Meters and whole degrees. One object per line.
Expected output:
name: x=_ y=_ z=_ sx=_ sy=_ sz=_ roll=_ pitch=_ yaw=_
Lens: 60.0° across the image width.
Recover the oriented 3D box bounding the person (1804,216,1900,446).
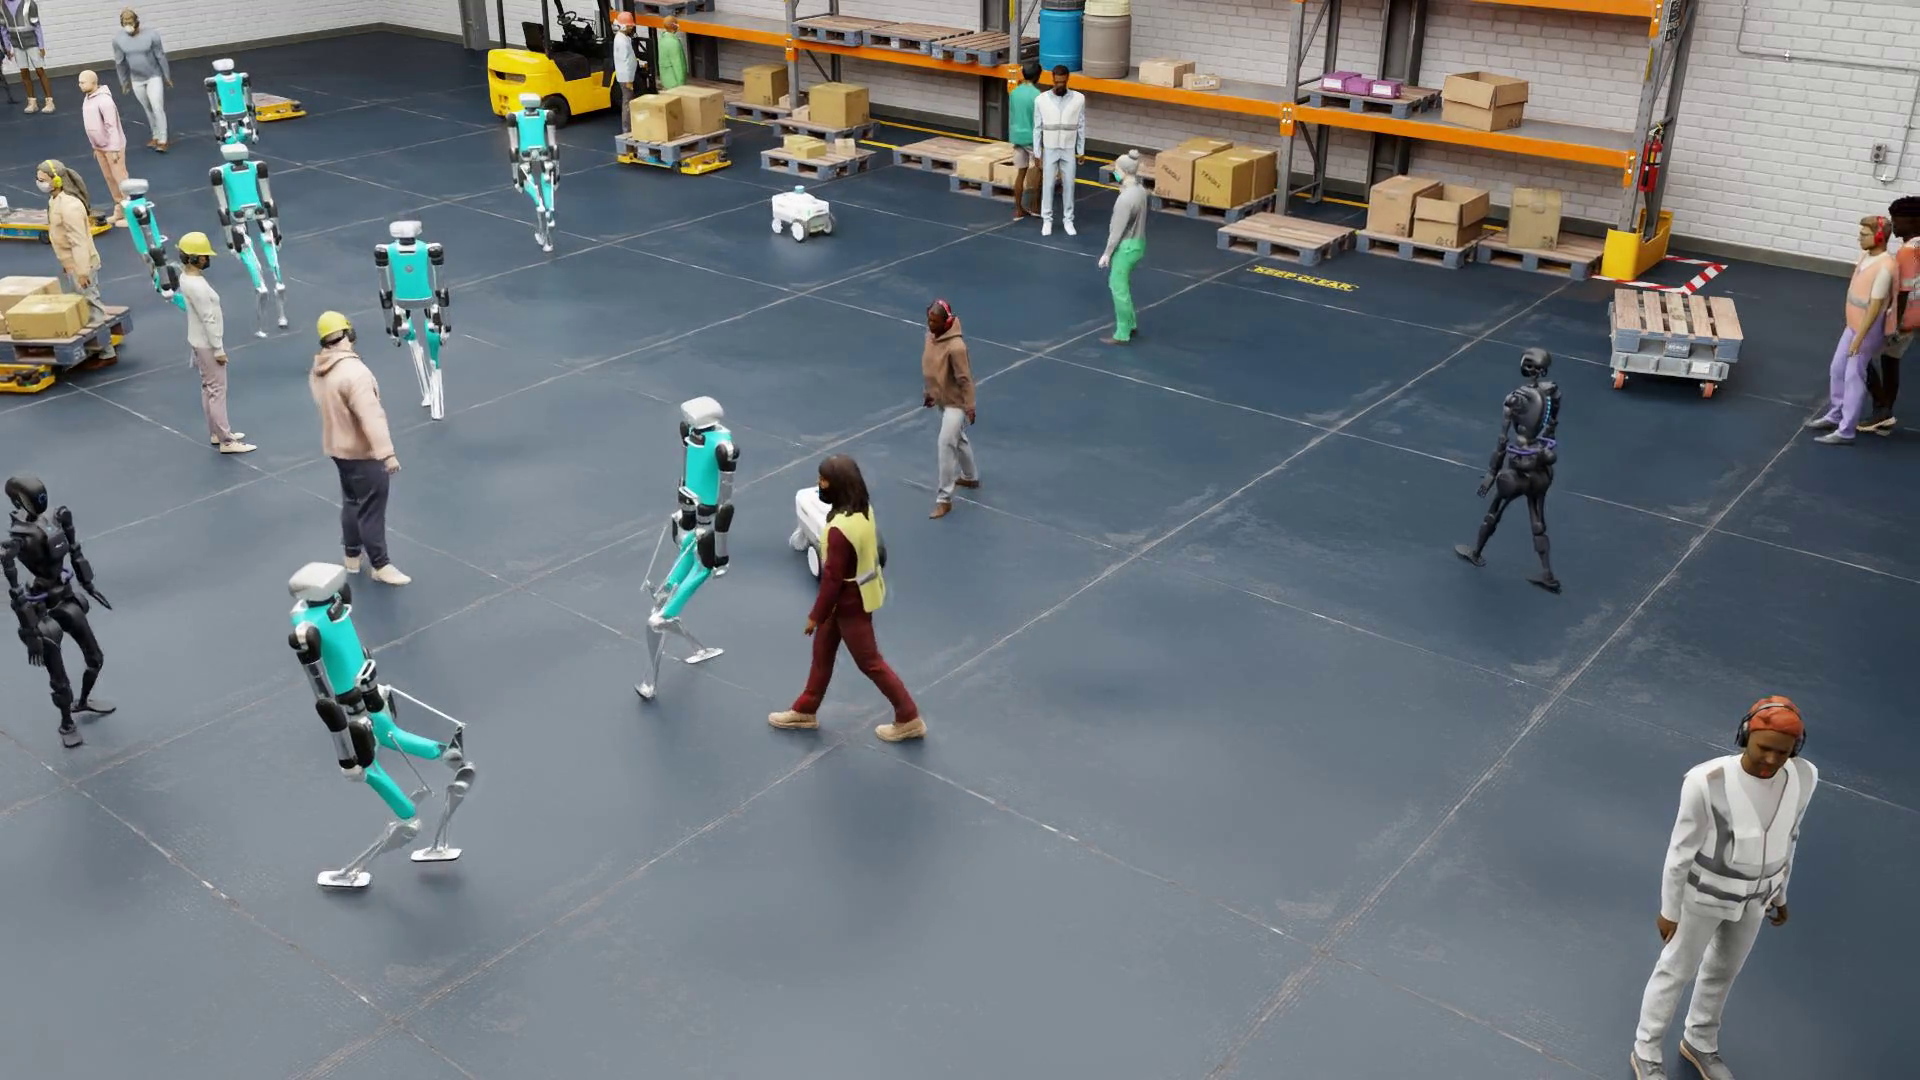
person: x=7.168 y=-1.653 z=13.196 sx=0.424 sy=1.832 sz=0.600 roll=6 pitch=26 yaw=13

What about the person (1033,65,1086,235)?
person: x=1.122 y=-4.418 z=18.839 sx=0.597 sy=1.910 sz=0.403 roll=-3 pitch=26 yaw=-5

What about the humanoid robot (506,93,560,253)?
humanoid robot: x=-4.532 y=-3.896 z=17.982 sx=0.550 sy=1.755 sz=1.034 roll=-12 pitch=28 yaw=-23

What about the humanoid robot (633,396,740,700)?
humanoid robot: x=-1.725 y=0.104 z=9.734 sx=0.906 sy=1.823 sz=0.551 roll=-18 pitch=31 yaw=-33

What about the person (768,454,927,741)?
person: x=-0.618 y=0.340 z=9.198 sx=0.914 sy=1.725 sz=0.470 roll=0 pitch=26 yaw=0

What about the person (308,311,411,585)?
person: x=-3.999 y=-0.577 z=10.987 sx=0.413 sy=1.823 sz=0.855 roll=-23 pitch=34 yaw=-39

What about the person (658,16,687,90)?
person: x=-3.909 y=-6.259 z=22.791 sx=0.384 sy=1.784 sz=0.549 roll=-14 pitch=29 yaw=-27

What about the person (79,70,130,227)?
person: x=-9.827 y=-4.524 z=19.214 sx=0.519 sy=1.777 sz=0.409 roll=17 pitch=31 yaw=32

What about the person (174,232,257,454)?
person: x=-5.871 y=-1.542 z=13.050 sx=0.317 sy=1.762 sz=0.521 roll=-17 pitch=31 yaw=-31

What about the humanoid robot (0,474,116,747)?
humanoid robot: x=-5.025 y=0.361 z=9.203 sx=0.408 sy=1.638 sz=0.617 roll=5 pitch=26 yaw=11

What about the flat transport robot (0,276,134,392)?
flat transport robot: x=-8.257 y=-1.658 z=15.004 sx=0.659 sy=0.231 sz=1.431 roll=2 pitch=26 yaw=4

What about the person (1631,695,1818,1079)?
person: x=3.090 y=1.447 z=6.719 sx=0.579 sy=1.880 sz=0.340 roll=-5 pitch=26 yaw=-11

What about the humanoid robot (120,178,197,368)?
humanoid robot: x=-6.895 y=-2.330 z=14.740 sx=0.702 sy=1.807 sz=0.533 roll=-16 pitch=30 yaw=-30

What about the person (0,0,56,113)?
person: x=-14.034 y=-7.426 z=24.932 sx=0.598 sy=2.035 sz=0.403 roll=-2 pitch=26 yaw=-4

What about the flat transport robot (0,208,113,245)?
flat transport robot: x=-10.544 y=-3.585 z=18.995 sx=1.431 sy=0.231 sz=0.659 roll=4 pitch=26 yaw=8

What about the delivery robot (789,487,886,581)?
delivery robot: x=-0.867 y=-0.083 z=11.414 sx=0.528 sy=0.594 sz=0.766 roll=-11 pitch=28 yaw=-22

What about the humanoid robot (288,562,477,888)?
humanoid robot: x=-2.711 y=0.926 z=7.987 sx=0.884 sy=1.768 sz=0.544 roll=0 pitch=26 yaw=0

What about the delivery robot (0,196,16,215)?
delivery robot: x=-11.249 y=-3.776 z=19.081 sx=0.783 sy=0.612 sz=0.511 roll=12 pitch=28 yaw=23

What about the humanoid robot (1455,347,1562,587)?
humanoid robot: x=3.740 y=-0.502 z=11.041 sx=0.602 sy=1.623 sz=0.785 roll=-15 pitch=30 yaw=-29

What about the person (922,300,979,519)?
person: x=-0.066 y=-1.023 z=12.148 sx=0.626 sy=1.610 sz=0.553 roll=-16 pitch=30 yaw=-29

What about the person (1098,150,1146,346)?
person: x=1.503 y=-2.690 z=15.335 sx=0.394 sy=1.837 sz=0.535 roll=8 pitch=27 yaw=16

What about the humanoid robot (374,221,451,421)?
humanoid robot: x=-4.414 y=-1.803 z=13.617 sx=0.547 sy=1.731 sz=1.011 roll=-5 pitch=26 yaw=-10

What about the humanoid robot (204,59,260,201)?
humanoid robot: x=-8.929 y=-5.014 z=20.340 sx=0.545 sy=1.772 sz=1.055 roll=-20 pitch=32 yaw=-35

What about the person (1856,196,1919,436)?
person: x=7.483 y=-1.785 z=13.347 sx=0.477 sy=1.935 sz=0.641 roll=22 pitch=33 yaw=38

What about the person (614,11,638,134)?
person: x=-4.670 y=-6.539 z=23.423 sx=0.350 sy=1.739 sz=0.568 roll=-5 pitch=26 yaw=-11

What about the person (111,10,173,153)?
person: x=-11.136 y=-6.251 z=22.676 sx=0.650 sy=1.881 sz=0.857 roll=-3 pitch=26 yaw=-7

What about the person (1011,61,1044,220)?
person: x=0.842 y=-4.676 z=19.454 sx=0.543 sy=1.831 sz=0.616 roll=21 pitch=33 yaw=37

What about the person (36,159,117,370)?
person: x=-7.855 y=-2.464 z=14.839 sx=0.398 sy=1.871 sz=0.559 roll=-19 pitch=31 yaw=-34

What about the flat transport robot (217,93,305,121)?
flat transport robot: x=-10.575 y=-6.548 z=25.130 sx=1.431 sy=0.231 sz=0.659 roll=21 pitch=33 yaw=36

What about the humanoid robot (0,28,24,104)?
humanoid robot: x=-14.985 y=-7.556 z=25.676 sx=0.739 sy=1.646 sz=0.609 roll=4 pitch=26 yaw=8

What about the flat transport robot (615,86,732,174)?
flat transport robot: x=-3.798 y=-5.095 z=22.122 sx=1.431 sy=0.231 sz=0.659 roll=16 pitch=30 yaw=30

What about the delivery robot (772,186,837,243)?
delivery robot: x=-1.804 y=-3.722 z=18.956 sx=0.499 sy=0.600 sz=0.801 roll=-23 pitch=34 yaw=-39

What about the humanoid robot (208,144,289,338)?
humanoid robot: x=-6.580 y=-2.784 z=15.654 sx=0.531 sy=1.790 sz=0.780 roll=-20 pitch=32 yaw=-36

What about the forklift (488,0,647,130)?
forklift: x=-5.874 y=-7.334 z=24.552 sx=1.214 sy=2.155 sz=2.313 roll=19 pitch=32 yaw=34
